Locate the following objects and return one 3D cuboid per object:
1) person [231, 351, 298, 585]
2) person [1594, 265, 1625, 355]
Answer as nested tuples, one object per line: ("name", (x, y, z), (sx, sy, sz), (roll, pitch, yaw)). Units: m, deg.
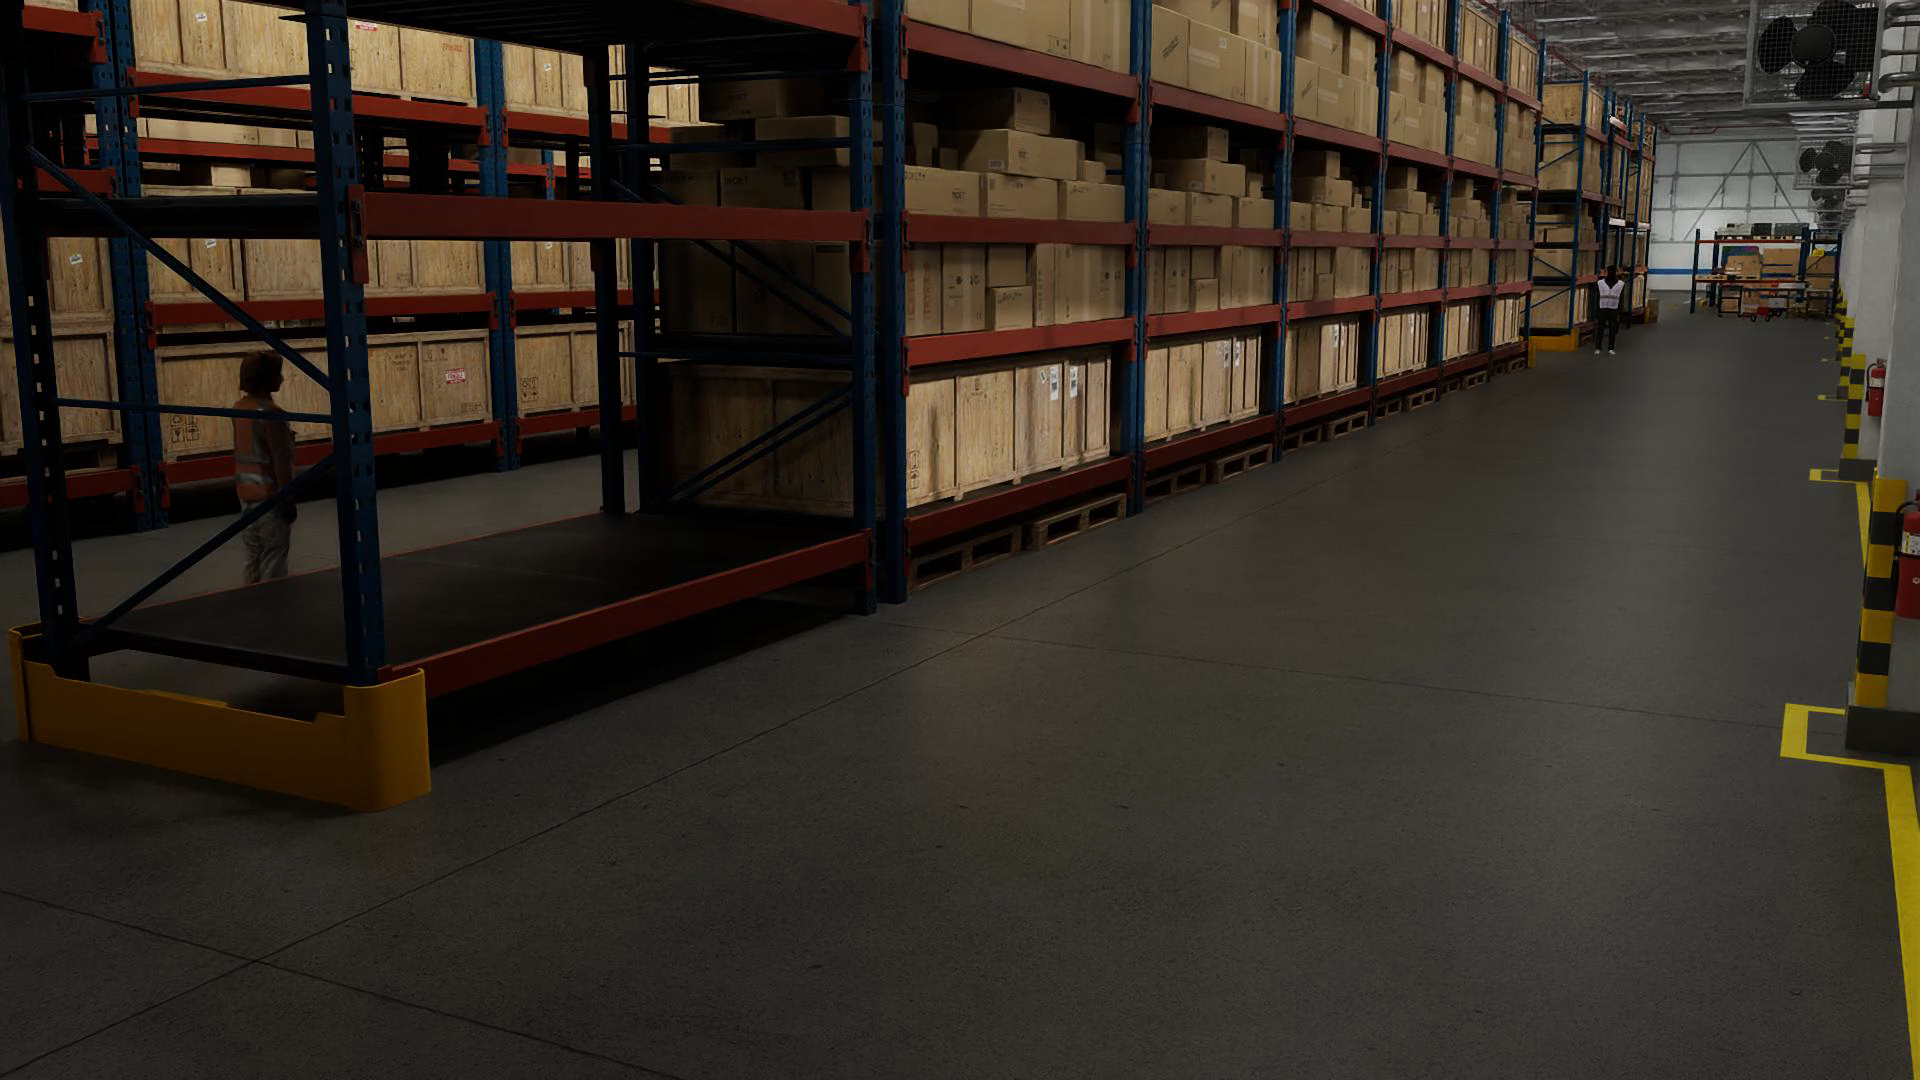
("person", (-3.857, -0.229, 9.262), (0.523, 1.638, 0.311), (9, 13, 41))
("person", (13.939, -4.938, 35.734), (0.587, 1.914, 0.392), (3, 10, 17))
